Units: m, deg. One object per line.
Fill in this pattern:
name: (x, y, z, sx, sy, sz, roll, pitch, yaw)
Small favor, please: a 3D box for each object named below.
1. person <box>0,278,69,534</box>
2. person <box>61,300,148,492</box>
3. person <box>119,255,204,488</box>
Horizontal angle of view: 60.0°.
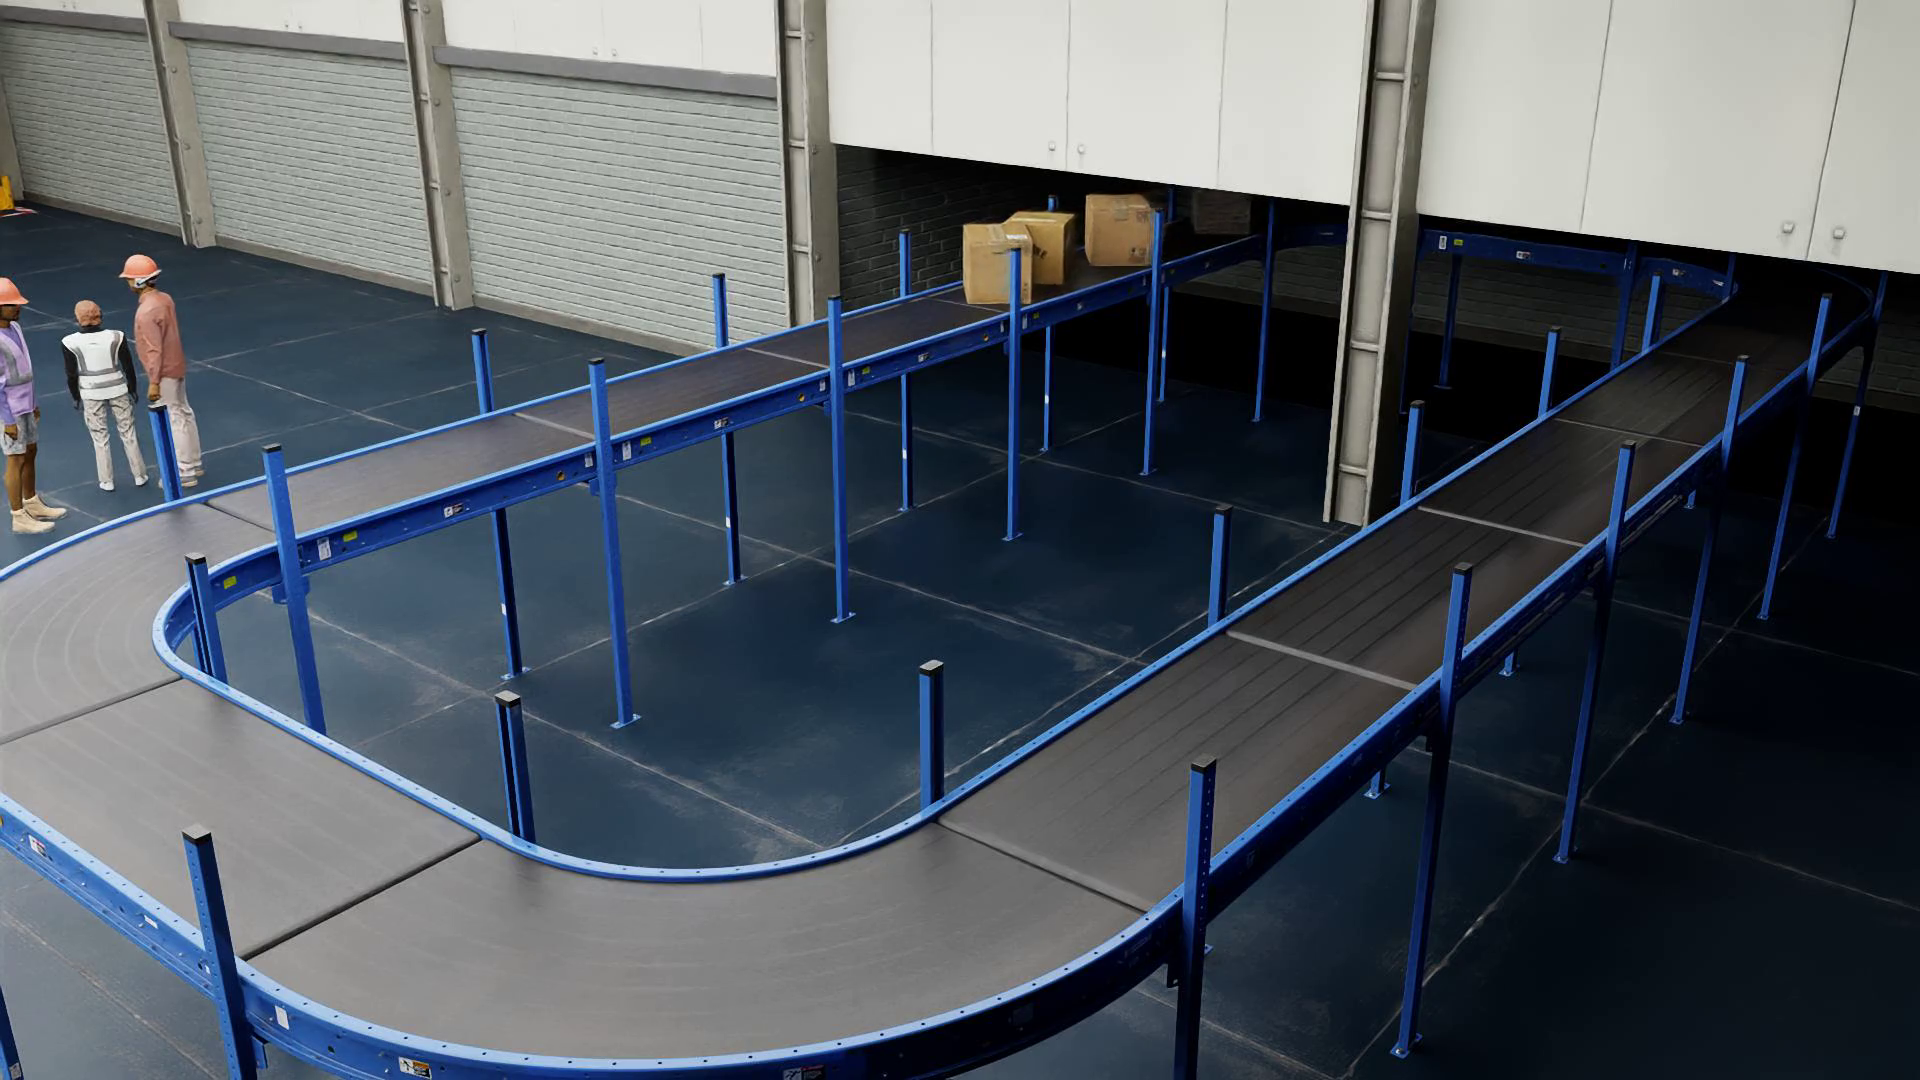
person: (-7.408, -1.058, 13.115, 0.419, 2.034, 0.604, -4, 22, -9)
person: (-7.215, -1.214, 14.031, 0.523, 1.640, 0.310, -13, 25, -29)
person: (-6.762, -1.425, 14.090, 0.394, 1.994, 0.612, -3, 22, -7)
